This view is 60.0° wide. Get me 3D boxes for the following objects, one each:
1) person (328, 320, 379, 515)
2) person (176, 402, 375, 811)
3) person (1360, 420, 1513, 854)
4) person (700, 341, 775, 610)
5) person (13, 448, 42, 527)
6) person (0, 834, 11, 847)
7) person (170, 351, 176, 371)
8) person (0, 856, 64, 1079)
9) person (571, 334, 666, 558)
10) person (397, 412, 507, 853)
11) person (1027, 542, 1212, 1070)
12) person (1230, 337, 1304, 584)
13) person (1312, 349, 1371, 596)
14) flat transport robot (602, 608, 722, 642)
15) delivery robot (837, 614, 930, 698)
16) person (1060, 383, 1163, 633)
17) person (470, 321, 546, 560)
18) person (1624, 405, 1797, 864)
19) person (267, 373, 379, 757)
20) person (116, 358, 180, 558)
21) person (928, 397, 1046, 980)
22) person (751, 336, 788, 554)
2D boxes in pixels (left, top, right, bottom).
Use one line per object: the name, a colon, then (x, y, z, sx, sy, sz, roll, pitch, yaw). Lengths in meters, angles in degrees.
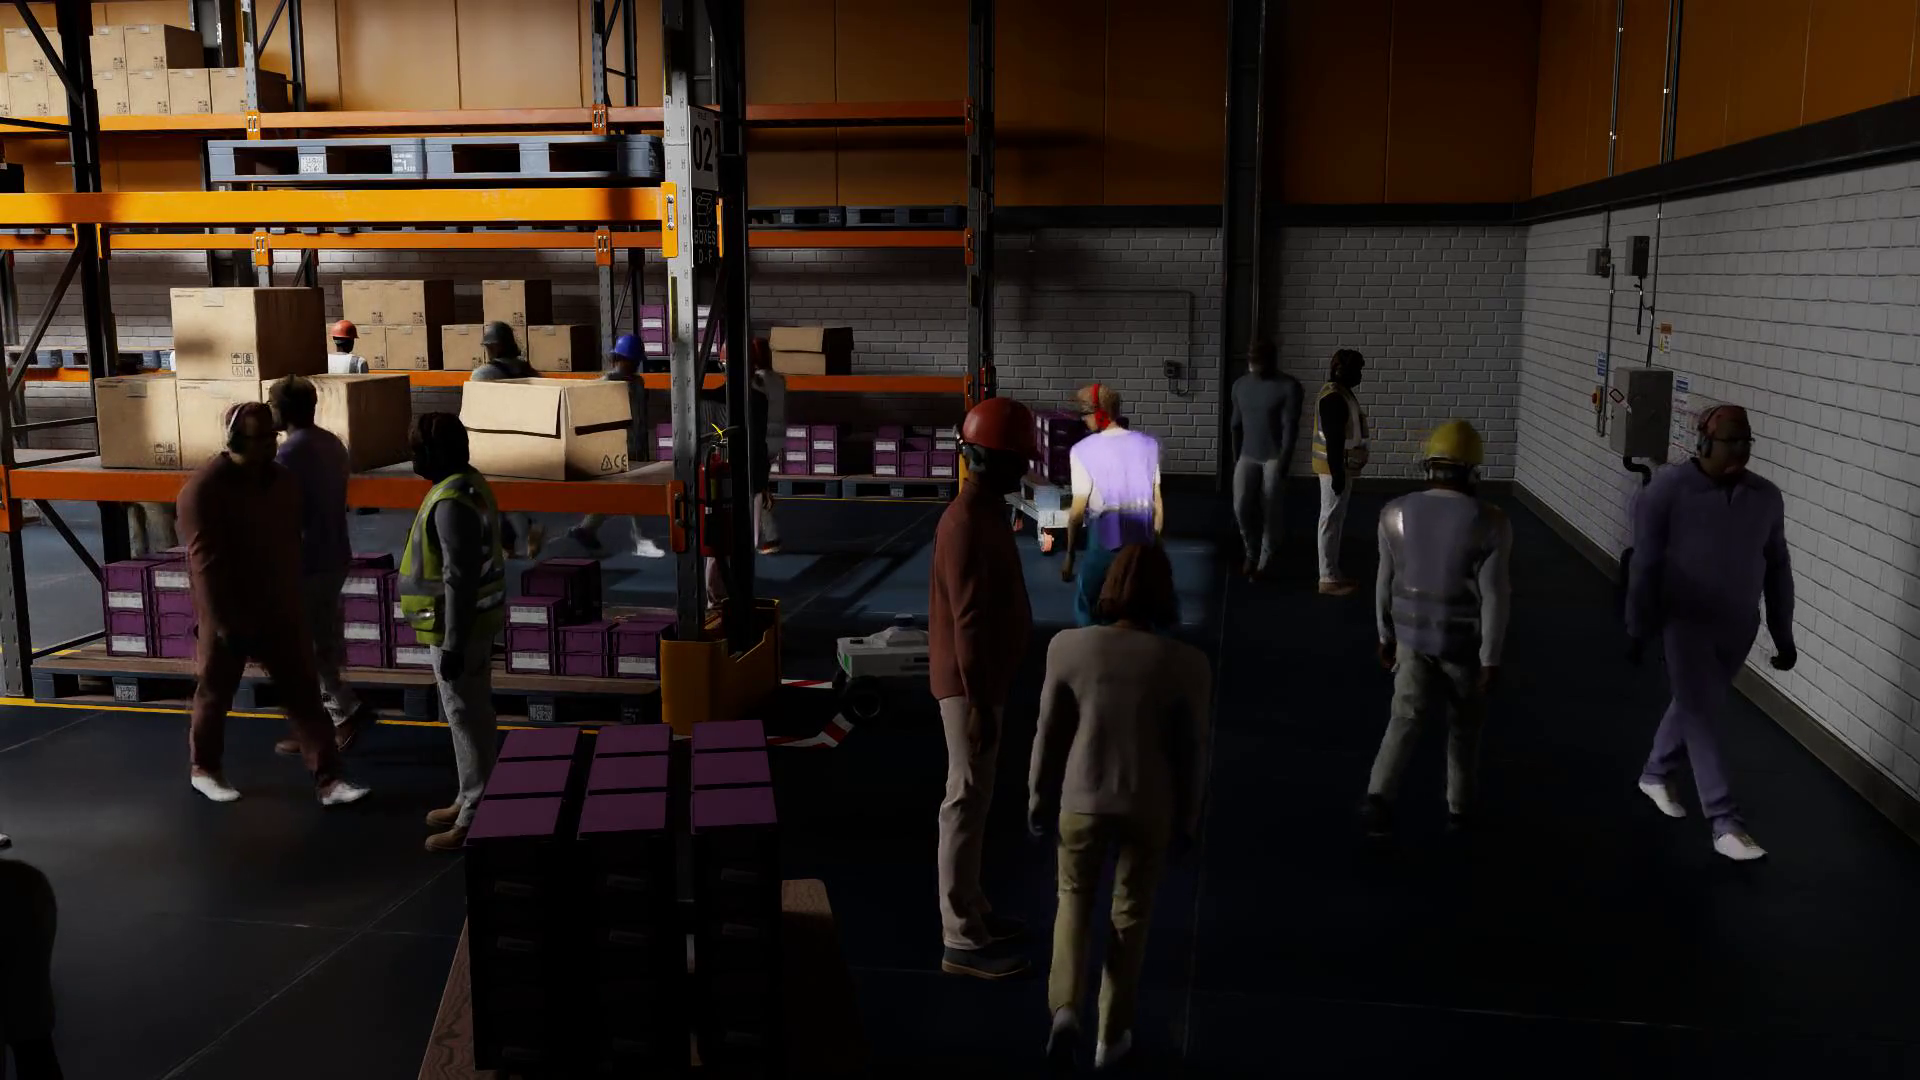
person: (-6.077, -1.210, 16.510, 0.550, 1.935, 0.375, 1, 9, 6)
person: (-3.123, 0.310, 7.373, 1.021, 1.840, 0.646, 5, 11, 31)
person: (1.986, 0.402, 6.941, 0.599, 1.803, 0.855, 7, 11, 36)
person: (-1.466, -0.359, 11.051, 0.397, 1.992, 0.622, 7, 11, 36)
person: (-9.178, -1.029, 15.567, 1.032, 1.878, 0.651, -1, 9, -4)
person: (-4.204, 0.366, 6.762, 0.364, 1.927, 0.587, 3, 10, 19)
person: (-8.384, -1.466, 18.273, 0.355, 1.883, 0.573, 6, 11, 32)
person: (-1.550, 1.092, 2.422, 0.531, 1.876, 0.322, -6, 11, -32)
person: (-2.902, -0.784, 13.980, 0.735, 1.908, 0.670, 3, 10, 18)
person: (-2.117, 0.380, 6.966, 0.430, 1.837, 0.624, -2, 9, -12)
person: (0.460, 0.817, 4.922, 0.542, 1.611, 0.480, 2, 9, 12)
person: (2.333, -0.606, 12.846, 0.625, 1.917, 0.466, 6, 11, 35)
person: (2.860, -0.512, 12.499, 0.429, 1.837, 0.621, 2, 9, 15)
flat transport robot: (-2.013, 0.584, 10.533, 1.431, 0.197, 0.652, 2, 9, 10)
delivery robot: (-0.301, 0.643, 9.001, 0.707, 0.478, 0.477, -1, 9, -10)
person: (0.863, 0.055, 9.067, 0.645, 1.812, 0.531, -5, 10, -28)
person: (-3.718, -0.818, 13.761, 0.772, 2.000, 0.693, 6, 11, 33)
person: (3.179, 0.359, 7.016, 0.655, 1.855, 1.004, -2, 9, -10)
person: (-3.139, 0.150, 8.113, 0.513, 1.923, 0.635, 2, 9, 10)
person: (-5.555, -0.313, 11.294, 0.600, 1.834, 0.356, 2, 9, 14)
person: (0.090, 0.499, 5.763, 0.401, 1.984, 0.612, 1, 9, 5)
person: (-1.740, -0.808, 14.234, 0.577, 1.866, 0.658, 4, 10, 25)
